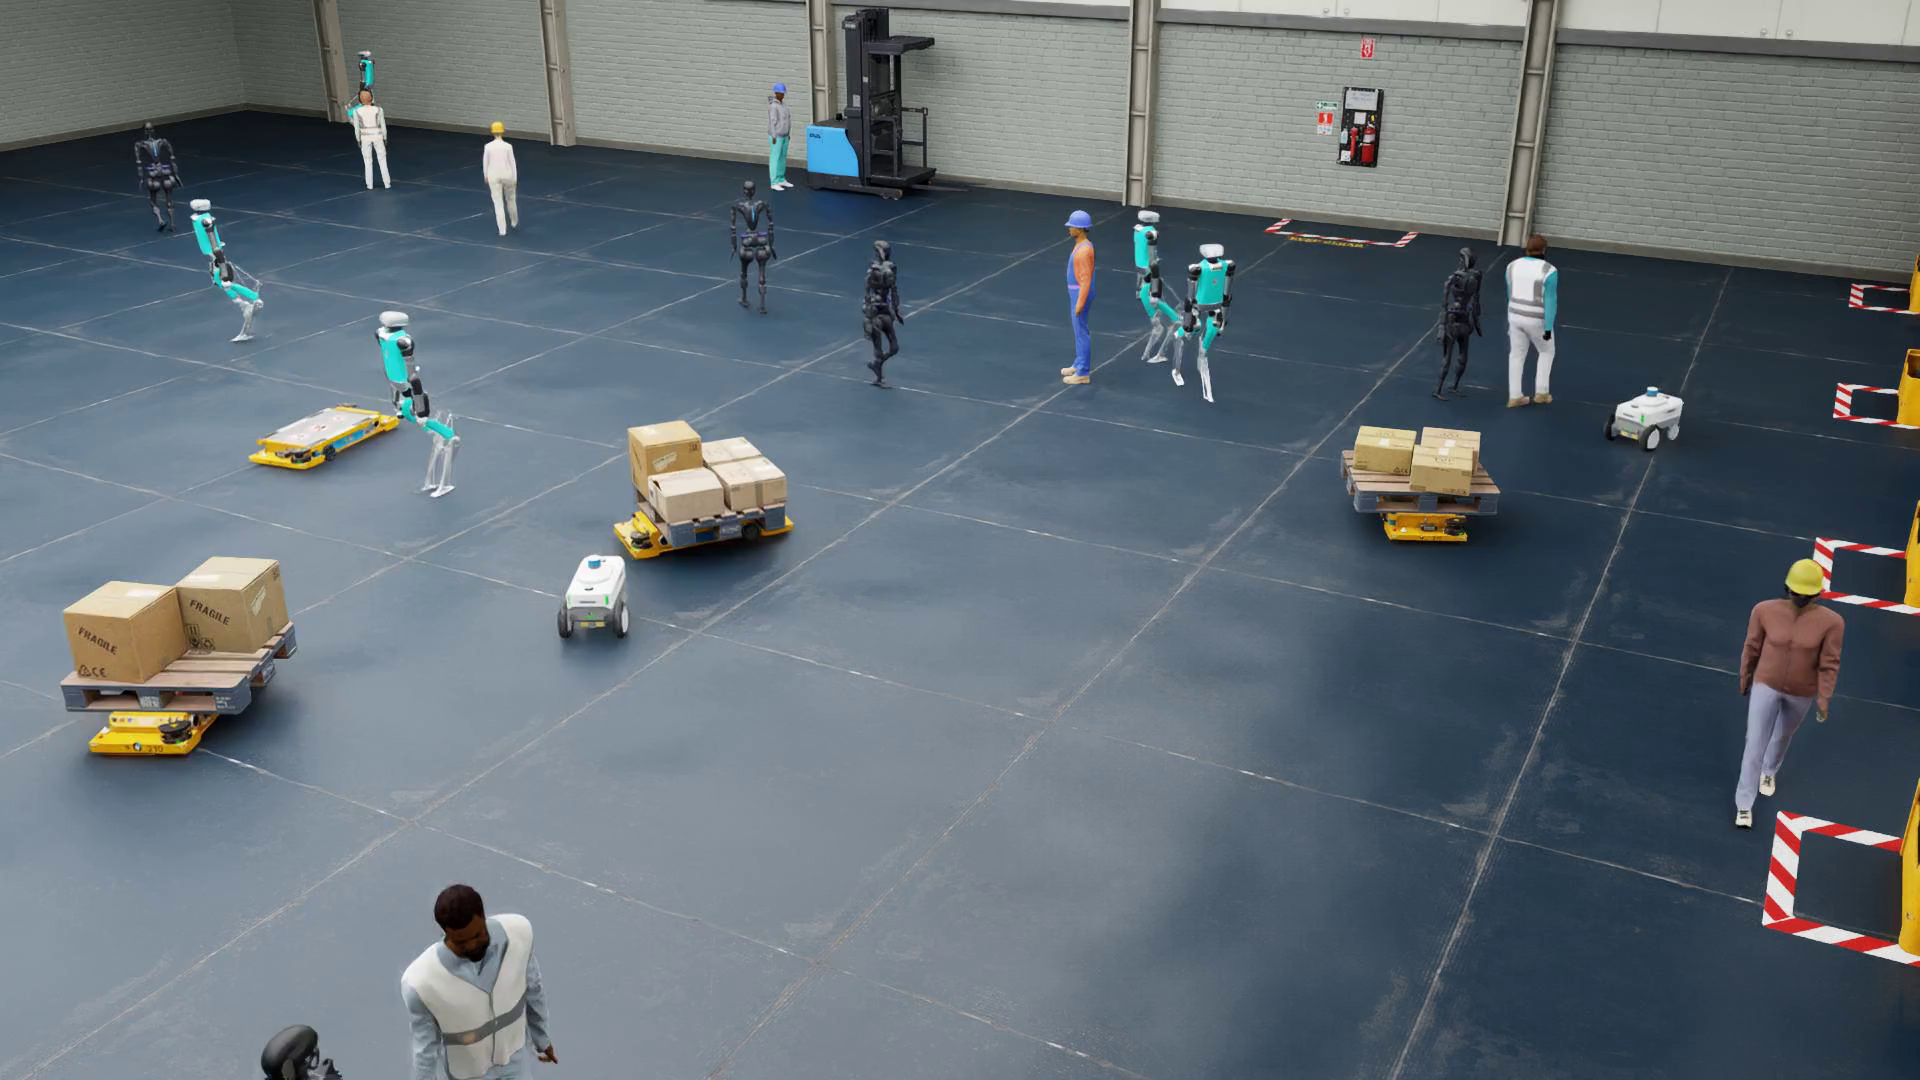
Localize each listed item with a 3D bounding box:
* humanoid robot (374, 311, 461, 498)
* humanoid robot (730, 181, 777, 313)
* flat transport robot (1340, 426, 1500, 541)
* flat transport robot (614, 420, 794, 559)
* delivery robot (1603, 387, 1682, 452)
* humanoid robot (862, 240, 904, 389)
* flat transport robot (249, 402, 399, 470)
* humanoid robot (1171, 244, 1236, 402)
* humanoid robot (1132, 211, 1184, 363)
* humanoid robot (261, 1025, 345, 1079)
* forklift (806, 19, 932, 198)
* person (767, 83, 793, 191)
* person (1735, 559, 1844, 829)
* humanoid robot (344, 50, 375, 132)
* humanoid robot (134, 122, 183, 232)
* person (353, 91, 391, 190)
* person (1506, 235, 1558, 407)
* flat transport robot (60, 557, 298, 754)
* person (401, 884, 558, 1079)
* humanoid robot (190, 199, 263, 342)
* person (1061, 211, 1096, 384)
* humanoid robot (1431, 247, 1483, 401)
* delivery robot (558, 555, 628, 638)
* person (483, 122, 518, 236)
[{"bbox_3d":[-4.884,-1.244,15.223,0.534,1.814,0.699,21,31,40],"label":"humanoid robot"},{"bbox_3d":[-2.638,-3.747,21.123,0.591,1.634,0.646,-8,24,-17],"label":"humanoid robot"},{"bbox_3d":[4.084,-0.338,14.949,0.659,0.231,1.431,1,23,3],"label":"flat transport robot"},{"bbox_3d":[-2.212,-0.131,14.469,1.431,0.231,0.659,-11,26,-24],"label":"flat transport robot"},{"bbox_3d":[6.898,-1.238,16.670,0.765,0.586,0.499,-16,28,-32],"label":"delivery robot"},{"bbox_3d":[-0.890,-2.467,18.117,0.407,1.645,0.595,15,28,31],"label":"humanoid robot"},{"bbox_3d":[-6.333,-1.042,16.589,0.659,0.231,1.431,8,25,19],"label":"flat transport robot"},{"bbox_3d":[2.528,-2.402,17.974,0.552,1.765,1.004,-8,24,-17],"label":"humanoid robot"},{"bbox_3d":[2.286,-2.852,19.001,0.707,1.842,0.560,-7,24,-15],"label":"humanoid robot"},{"bbox_3d":[-2.365,2.532,6.509,0.614,1.635,0.472,12,26,27],"label":"humanoid robot"},{"bbox_3d":[-1.573,-7.292,27.850,1.873,2.768,1.129,12,26,25],"label":"forklift"},{"bbox_3d":[-3.058,-6.845,28.193,0.358,1.774,0.527,9,25,21],"label":"person"},{"bbox_3d":[5.045,0.924,10.177,0.529,1.715,0.935,10,25,22],"label":"person"},{"bbox_3d":[-11.631,-8.594,32.136,0.735,1.681,0.533,1,23,3],"label":"humanoid robot"},{"bbox_3d":[-12.108,-5.486,25.150,0.609,1.641,0.359,-18,29,-35],"label":"humanoid robot"},{"bbox_3d":[-9.975,-6.779,28.219,0.510,1.630,0.315,-7,24,-15],"label":"person"},{"bbox_3d":[6.063,-2.318,17.605,0.592,1.811,0.650,-17,29,-34],"label":"person"},{"bbox_3d":[-5.426,1.068,11.676,0.659,0.231,1.431,1,23,2],"label":"flat transport robot"},{"bbox_3d":[-2.053,2.179,7.068,0.753,1.874,0.605,19,30,37],"label":"person"},{"bbox_3d":[-8.587,-3.117,19.713,0.746,1.899,0.541,-18,29,-36],"label":"humanoid robot"},{"bbox_3d":[1.310,-2.671,18.303,0.359,1.908,0.536,0,23,0],"label":"person"},{"bbox_3d":[5.329,-2.319,17.776,0.610,1.654,0.308,-14,27,-29],"label":"humanoid robot"},{"bbox_3d":[-2.803,0.425,12.827,0.499,0.608,0.797,0,23,-1],"label":"delivery robot"},{"bbox_3d":[-6.949,-5.482,25.164,0.493,1.652,0.865,-5,24,-12],"label":"person"}]
